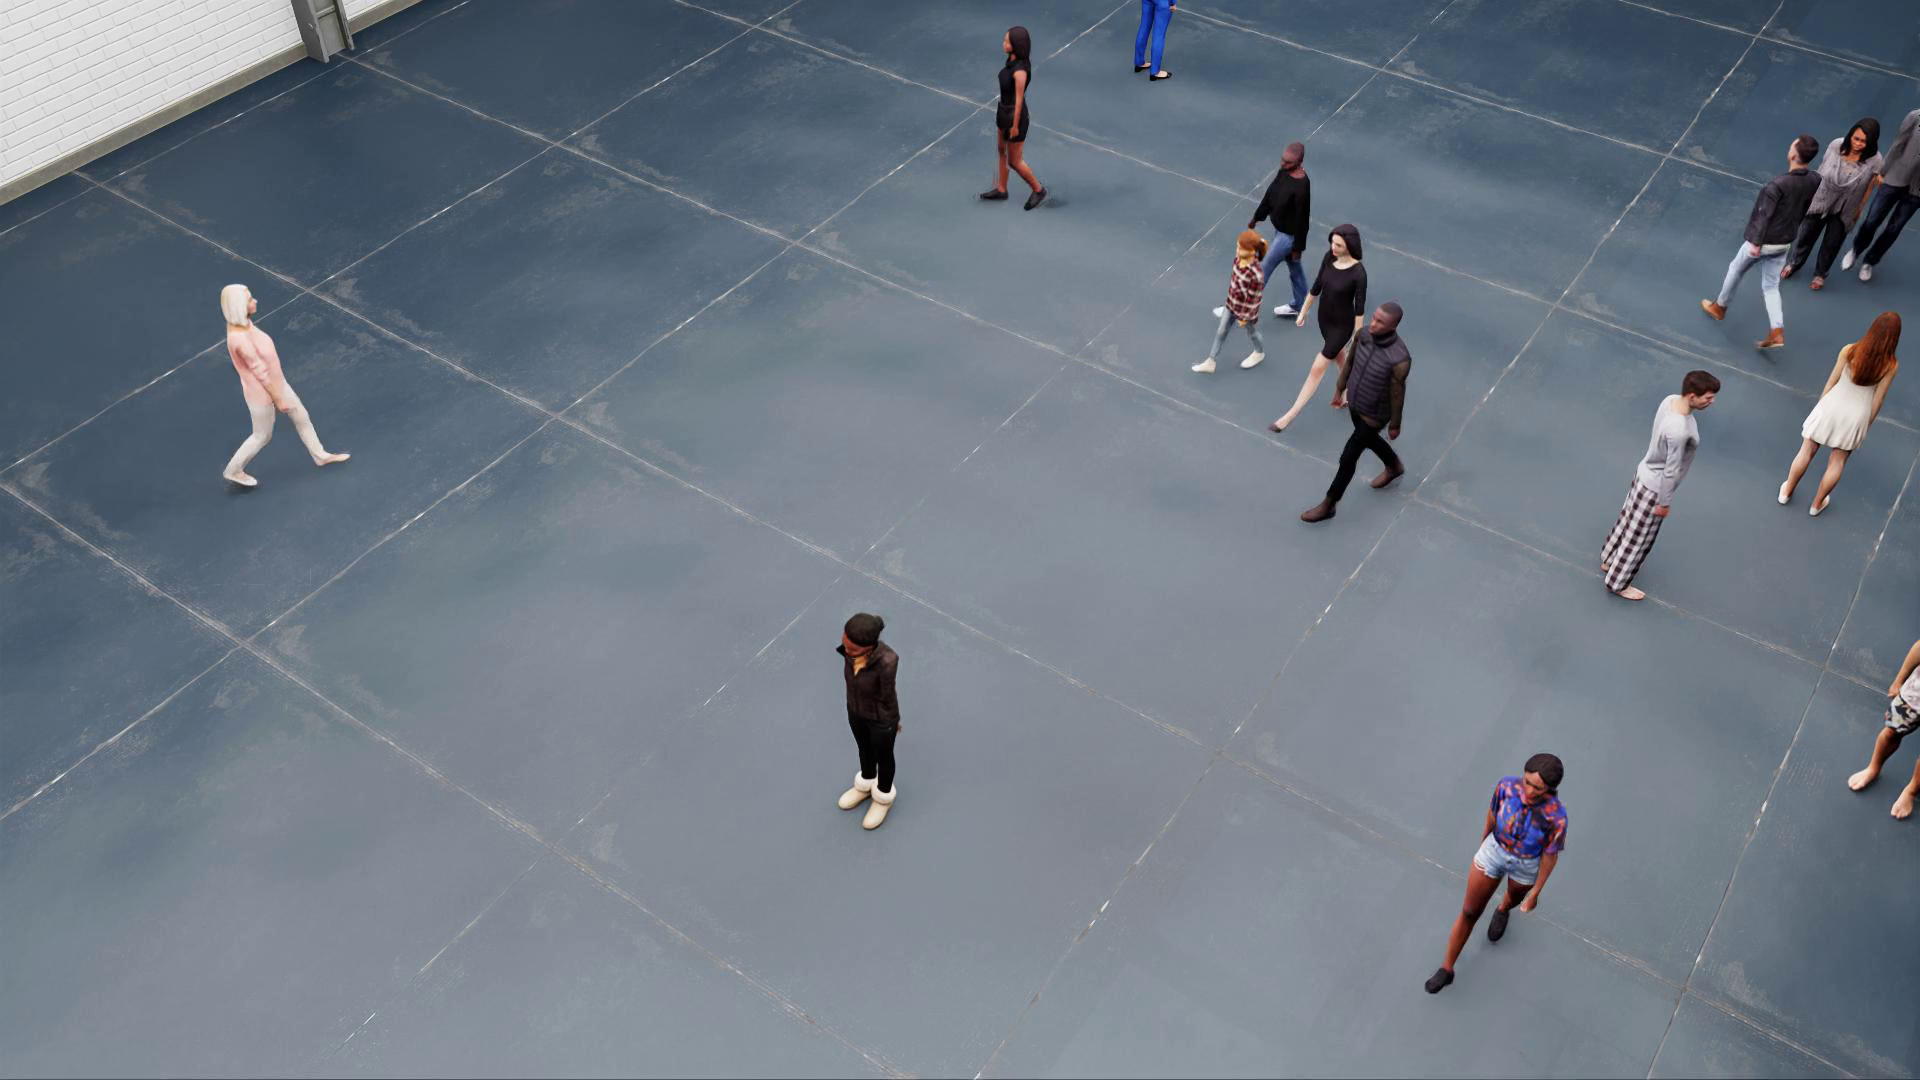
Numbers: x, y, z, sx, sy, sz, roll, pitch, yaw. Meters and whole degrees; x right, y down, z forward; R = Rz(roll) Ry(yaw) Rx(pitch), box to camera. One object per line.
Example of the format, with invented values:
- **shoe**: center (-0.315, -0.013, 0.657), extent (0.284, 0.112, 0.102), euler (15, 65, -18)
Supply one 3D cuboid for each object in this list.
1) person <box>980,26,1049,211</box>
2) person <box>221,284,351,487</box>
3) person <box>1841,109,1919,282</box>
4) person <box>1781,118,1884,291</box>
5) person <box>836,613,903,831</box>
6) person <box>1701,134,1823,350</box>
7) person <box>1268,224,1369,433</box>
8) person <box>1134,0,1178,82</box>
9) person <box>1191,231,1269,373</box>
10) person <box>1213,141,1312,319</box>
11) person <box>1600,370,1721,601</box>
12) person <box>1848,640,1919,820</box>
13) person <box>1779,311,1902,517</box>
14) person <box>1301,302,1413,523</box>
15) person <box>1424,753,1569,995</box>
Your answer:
- **person**: center (0.520, -3.760, 14.850), extent (0.937, 1.733, 0.879), euler (-7, 44, -7)
- **person**: center (-5.136, -1.068, 12.057), extent (1.192, 1.688, 1.034), euler (-13, 45, -13)
- **person**: center (7.989, -3.030, 14.000), extent (0.743, 1.848, 0.683), euler (23, 48, 23)
- **person**: center (7.383, -2.864, 14.005), extent (0.664, 1.600, 0.693), euler (32, 52, 29)
- **person**: center (-0.512, 1.010, 9.895), extent (0.578, 1.660, 0.625), euler (29, 51, 27)
- **person**: center (6.545, -2.343, 13.307), extent (1.169, 1.810, 1.153), euler (-11, 45, -11)
- **person**: center (2.903, -1.611, 12.584), extent (1.210, 1.746, 0.994), euler (-17, 46, -17)
- **person**: center (1.971, -5.451, 16.648), extent (0.668, 1.700, 0.696), euler (-25, 49, -24)
- **person**: center (2.304, -1.875, 13.204), extent (0.967, 1.274, 0.781), euler (-20, 47, -20)
- **person**: center (2.753, -2.501, 13.550), extent (1.123, 1.702, 1.102), euler (-2, 44, -2)
- **person**: center (4.696, -0.394, 11.235), extent (0.758, 1.846, 0.615), euler (9, 44, 9)
- **person**: center (5.843, 0.913, 9.888), extent (0.640, 1.811, 0.715), euler (-33, 53, -30)
- **person**: center (6.307, -0.905, 11.869), extent (0.561, 1.710, 0.516), euler (24, 49, 23)
- **person**: center (2.994, -0.945, 11.852), extent (1.309, 1.793, 1.116), euler (-17, 46, -17)
- **person**: center (3.069, 1.721, 9.122), extent (0.649, 1.698, 1.115), euler (29, 51, 27)
